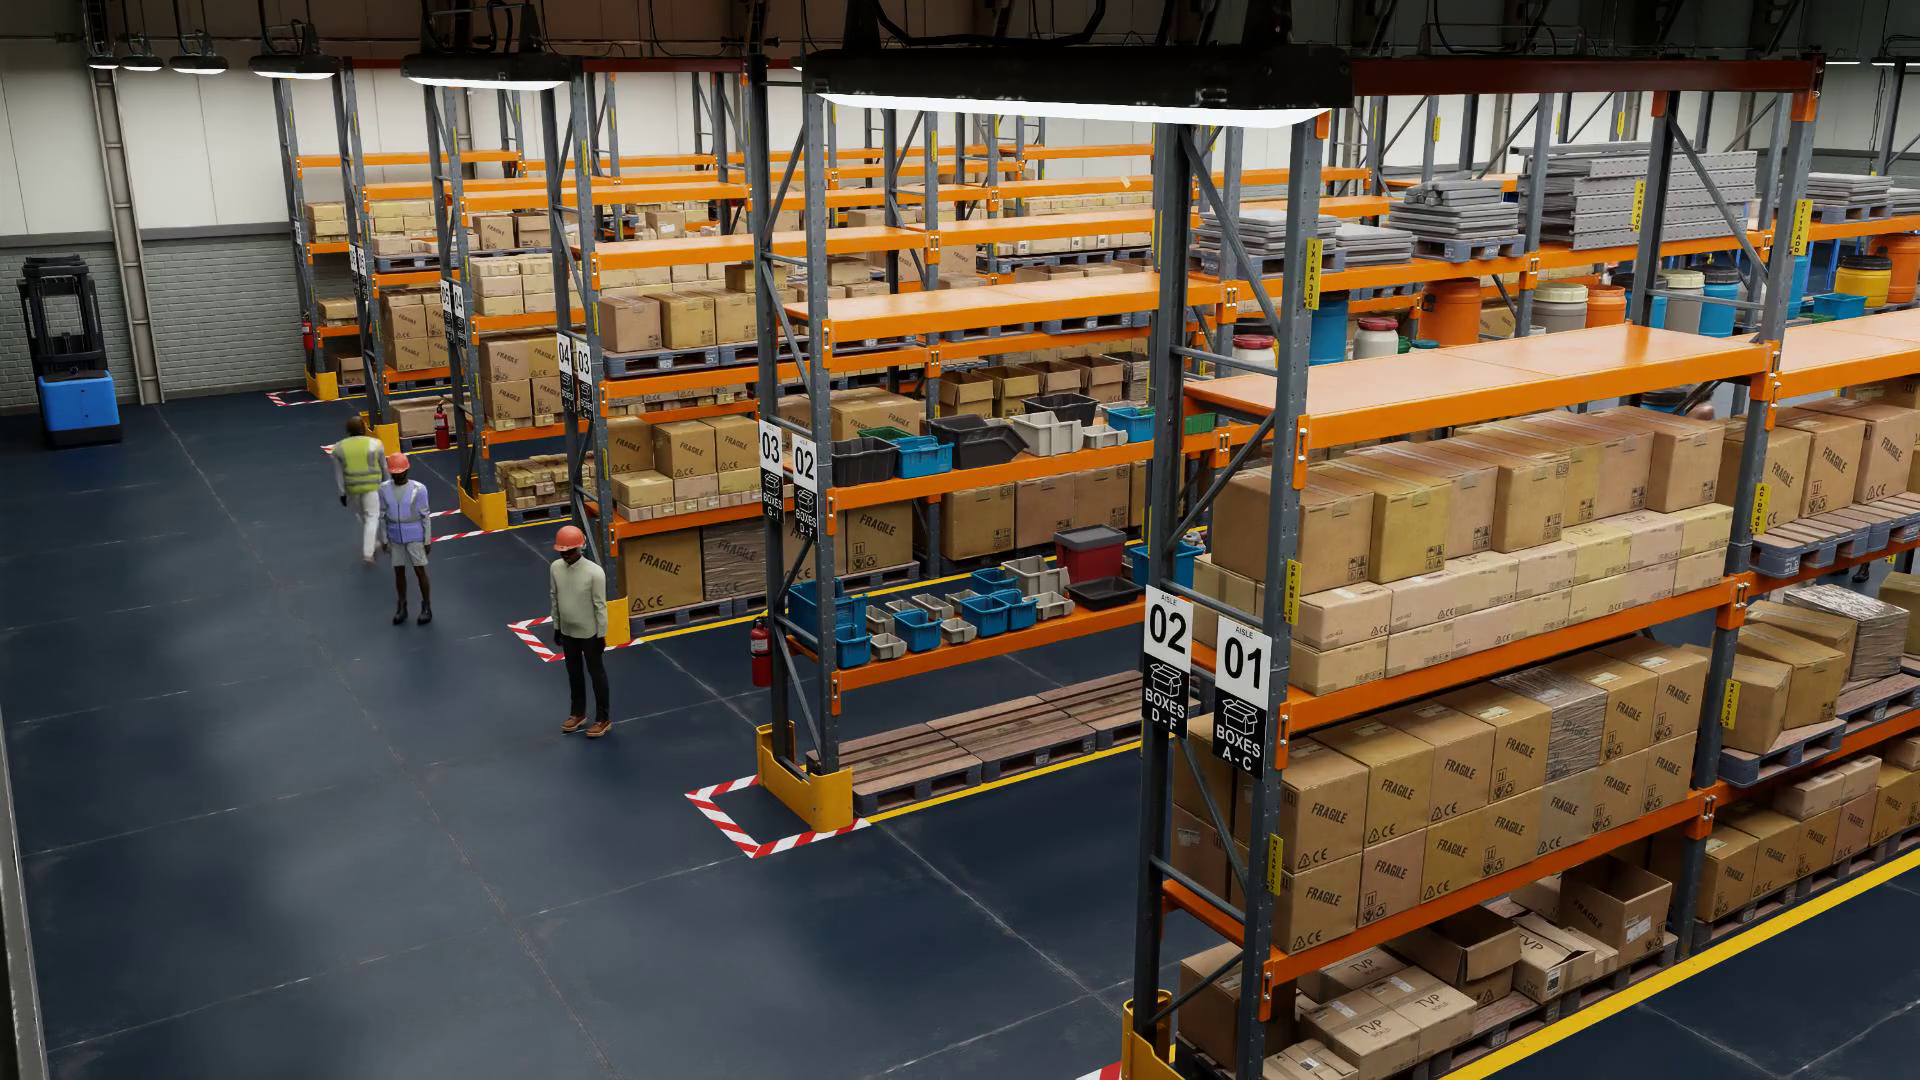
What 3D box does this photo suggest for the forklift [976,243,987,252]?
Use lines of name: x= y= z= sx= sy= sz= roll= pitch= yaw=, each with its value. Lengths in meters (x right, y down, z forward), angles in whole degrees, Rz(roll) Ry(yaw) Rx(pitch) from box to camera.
forklift: x=0.988 y=-5.474 z=34.718 sx=1.214 sy=2.155 sz=2.313 roll=-10 pitch=20 yaw=-31

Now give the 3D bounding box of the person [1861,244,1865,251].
person: x=21.110 y=-5.962 z=36.691 sx=0.581 sy=1.928 sz=0.623 roll=5 pitch=18 yaw=16

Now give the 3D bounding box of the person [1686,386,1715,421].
person: x=10.362 y=-1.411 z=22.325 sx=0.833 sy=1.599 sz=0.500 roll=-2 pitch=17 yaw=-6

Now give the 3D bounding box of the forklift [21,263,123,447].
forklift: x=-14.518 y=-3.079 z=25.708 sx=1.129 sy=2.768 sz=1.873 roll=-10 pitch=20 yaw=-31

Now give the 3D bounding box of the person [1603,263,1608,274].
person: x=14.580 y=-5.684 z=35.835 sx=0.658 sy=1.889 sz=0.680 roll=-13 pitch=21 yaw=-36

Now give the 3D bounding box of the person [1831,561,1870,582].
person: x=10.717 y=-0.476 z=18.702 sx=0.363 sy=1.933 sz=0.543 roll=-10 pitch=19 yaw=-29

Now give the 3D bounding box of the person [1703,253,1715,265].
person: x=16.529 y=-5.573 z=35.623 sx=0.752 sy=1.810 sz=0.549 roll=1 pitch=17 yaw=4

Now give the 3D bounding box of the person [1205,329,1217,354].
person: x=4.315 y=-2.732 z=26.300 sx=0.614 sy=1.810 sz=0.604 roll=-11 pitch=20 yaw=-32

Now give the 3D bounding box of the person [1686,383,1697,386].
person: x=13.602 y=-3.725 z=29.708 sx=0.901 sy=1.720 sz=0.534 roll=-10 pitch=20 yaw=-30

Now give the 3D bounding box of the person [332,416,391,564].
person: x=-7.346 y=-0.628 z=19.427 sx=0.621 sy=1.808 sz=0.915 roll=-1 pitch=17 yaw=-4

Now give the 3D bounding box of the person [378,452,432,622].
person: x=-6.055 y=-0.027 z=17.246 sx=0.547 sy=1.929 sz=0.385 roll=1 pitch=17 yaw=2

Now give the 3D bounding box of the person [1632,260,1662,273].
person: x=15.743 y=-5.840 z=36.298 sx=0.658 sy=1.931 sz=1.038 roll=9 pitch=19 yaw=26

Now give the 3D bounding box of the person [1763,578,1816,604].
person: x=8.153 y=0.639 z=15.548 sx=0.279 sy=1.634 sz=0.498 roll=-12 pitch=21 yaw=-34

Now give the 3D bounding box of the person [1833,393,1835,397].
person: x=12.332 y=-1.472 z=21.999 sx=0.670 sy=1.918 sz=0.489 roll=-9 pitch=19 yaw=-28

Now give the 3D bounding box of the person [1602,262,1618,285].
person: x=14.057 y=-5.149 z=34.097 sx=0.544 sy=1.900 sz=0.967 roll=12 pitch=21 yaw=34

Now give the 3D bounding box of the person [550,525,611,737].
person: x=-3.472 y=0.816 z=14.378 sx=0.614 sy=1.987 sz=0.407 roll=8 pitch=19 yaw=25

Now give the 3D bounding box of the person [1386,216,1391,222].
person: x=11.699 y=-7.894 z=43.060 sx=0.634 sy=1.900 sz=0.824 roll=3 pitch=17 yaw=11
